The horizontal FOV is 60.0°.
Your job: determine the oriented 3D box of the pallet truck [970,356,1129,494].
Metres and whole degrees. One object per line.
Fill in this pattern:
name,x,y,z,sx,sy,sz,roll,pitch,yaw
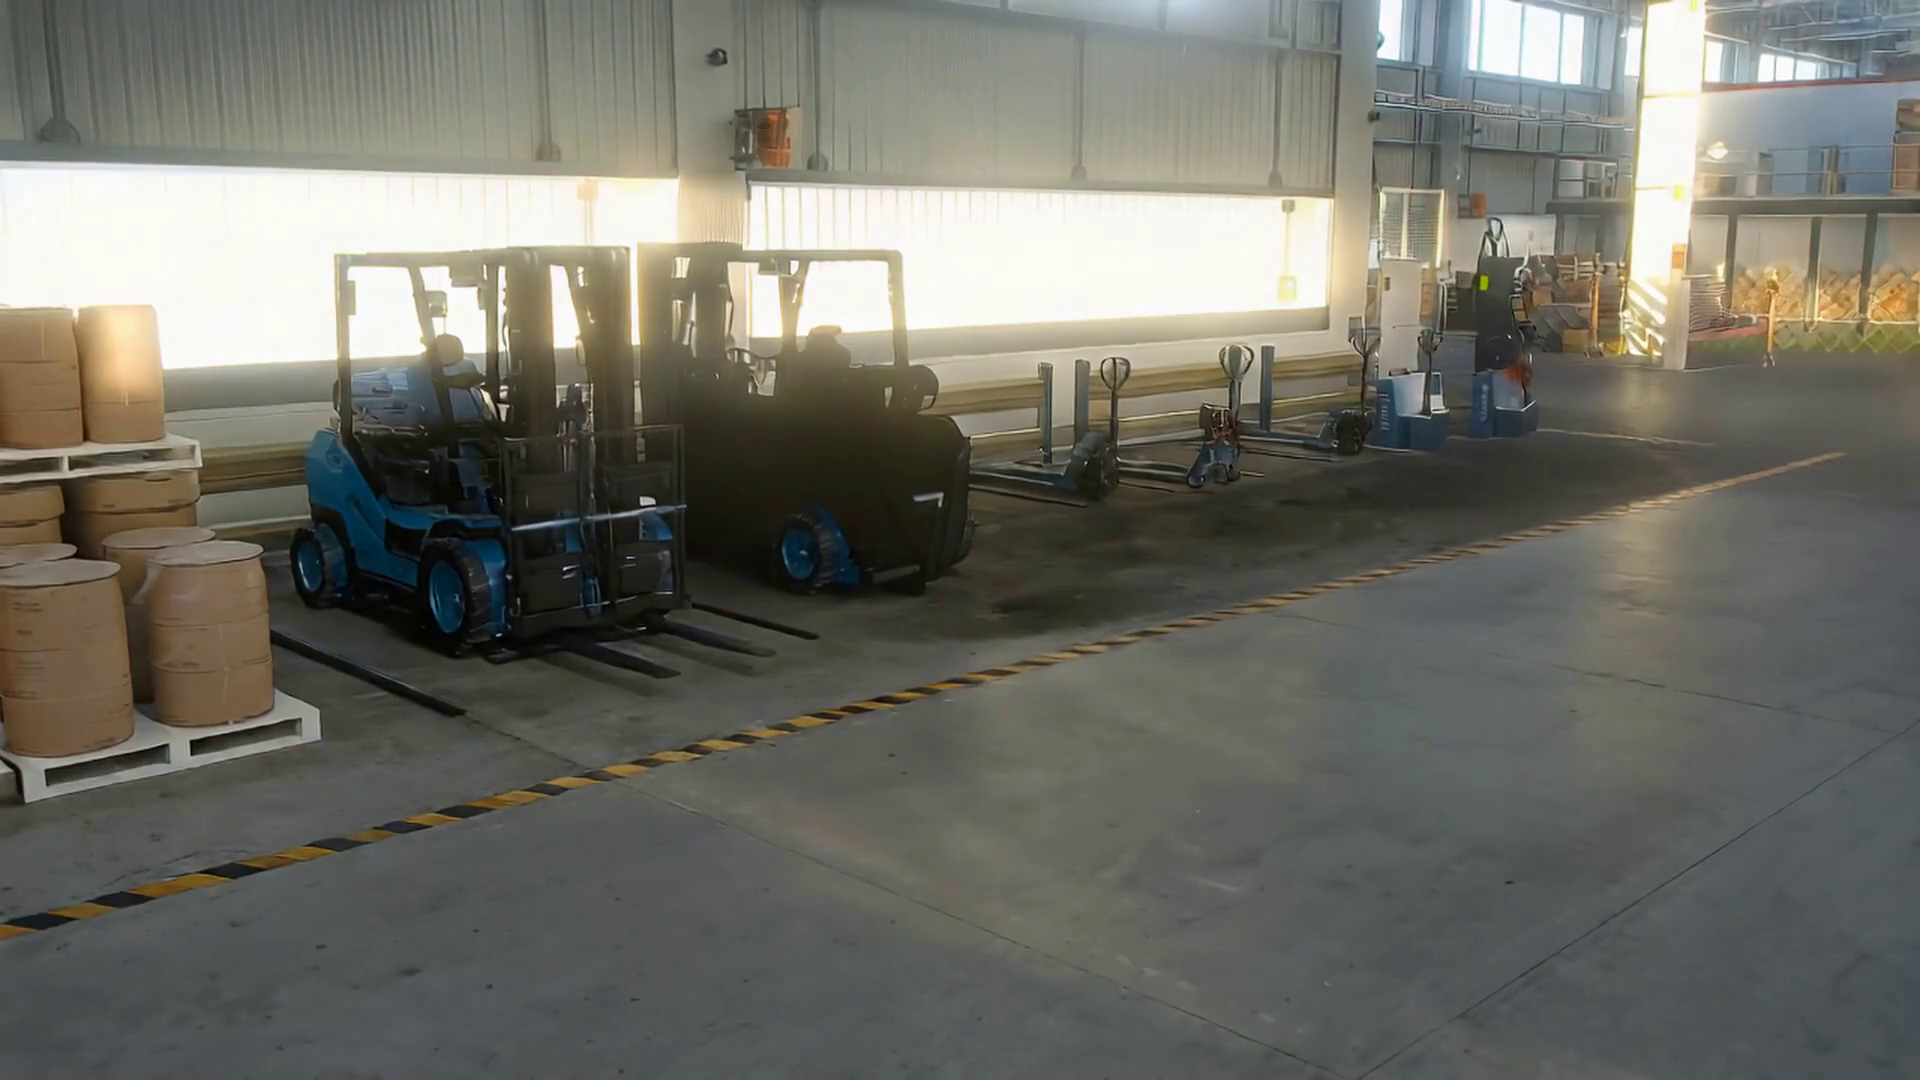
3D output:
pallet truck,0.784,-1.085,14.876,0.680,1.201,1.601,-10,14,-44

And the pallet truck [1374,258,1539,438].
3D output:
pallet truck,5.704,-2.208,18.901,1.885,1.965,0.823,10,14,43

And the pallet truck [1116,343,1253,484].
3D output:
pallet truck,1.962,-1.215,15.415,1.522,1.261,0.704,10,14,43

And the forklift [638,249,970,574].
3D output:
forklift,-1.173,-0.958,11.239,2.680,1.987,1.157,10,14,43

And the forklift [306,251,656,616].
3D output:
forklift,-2.833,-0.669,9.694,1.157,1.987,2.680,-10,14,-44

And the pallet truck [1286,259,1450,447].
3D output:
pallet truck,4.493,-2.078,18.196,0.823,1.965,1.885,-9,14,-40

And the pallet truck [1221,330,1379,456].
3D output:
pallet truck,3.563,-1.581,17.381,0.653,1.274,1.630,-10,14,-44
